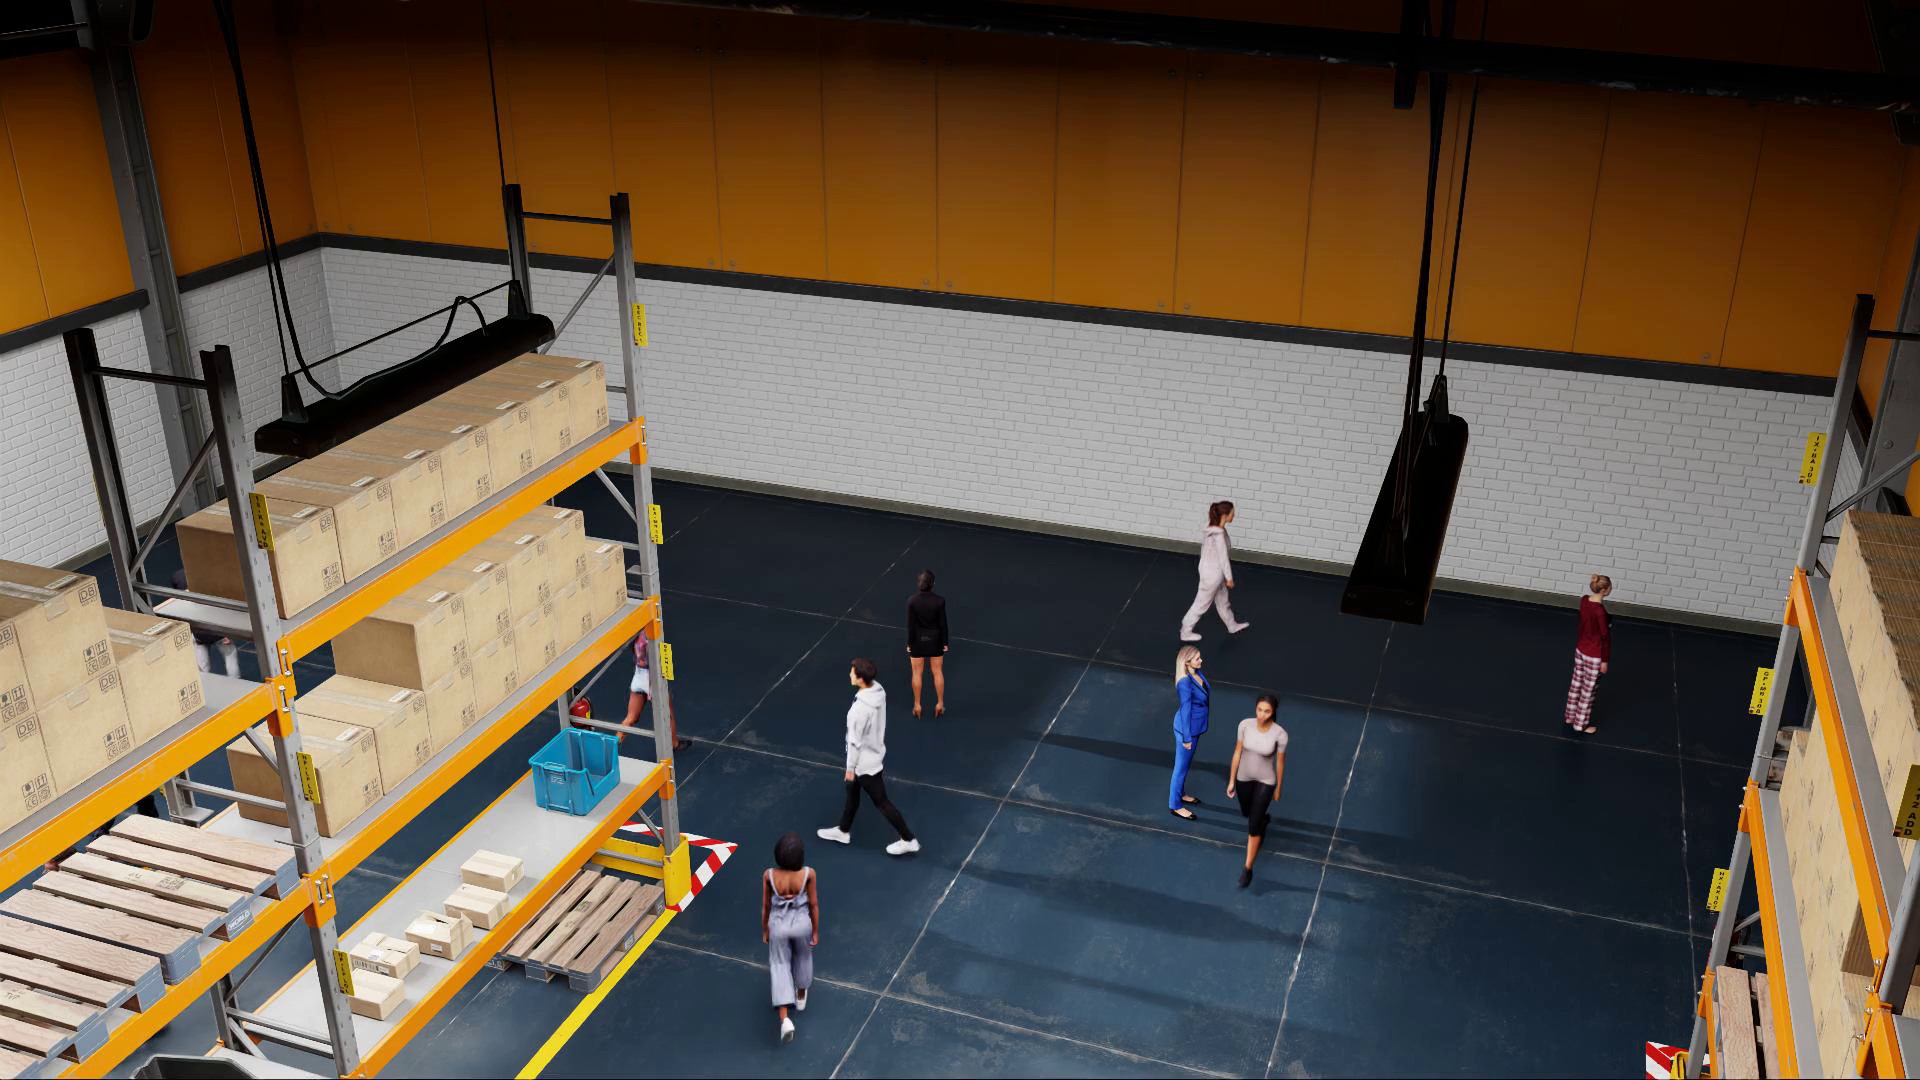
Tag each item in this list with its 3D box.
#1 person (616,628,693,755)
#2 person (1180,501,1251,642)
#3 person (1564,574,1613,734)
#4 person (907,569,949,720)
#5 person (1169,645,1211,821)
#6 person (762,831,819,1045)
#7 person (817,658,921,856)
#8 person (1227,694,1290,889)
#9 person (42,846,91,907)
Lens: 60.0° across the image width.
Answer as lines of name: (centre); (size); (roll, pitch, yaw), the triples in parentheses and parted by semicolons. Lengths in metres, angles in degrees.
person: (-3.067, 1.424, 15.866); (1.240, 1.700, 0.958); (-20, 31, -39)
person: (2.695, 0.377, 18.332); (0.991, 1.643, 1.091); (-2, 24, -5)
person: (6.295, 1.108, 16.590); (0.742, 1.698, 0.626); (-5, 24, -11)
person: (-0.334, 1.051, 16.794); (0.683, 1.640, 0.727); (-1, 24, -3)
person: (2.066, 1.725, 15.177); (0.691, 1.701, 0.502); (6, 24, 14)
person: (-1.262, 2.954, 12.398); (0.868, 1.674, 1.095); (-2, 24, -5)
person: (-0.714, 1.930, 14.478); (0.854, 1.885, 1.174); (5, 24, 12)
person: (2.581, 2.069, 14.371); (0.780, 1.714, 1.175); (14, 27, 30)
person: (-6.277, 2.993, 12.130); (0.976, 1.817, 1.304); (20, 30, 38)
